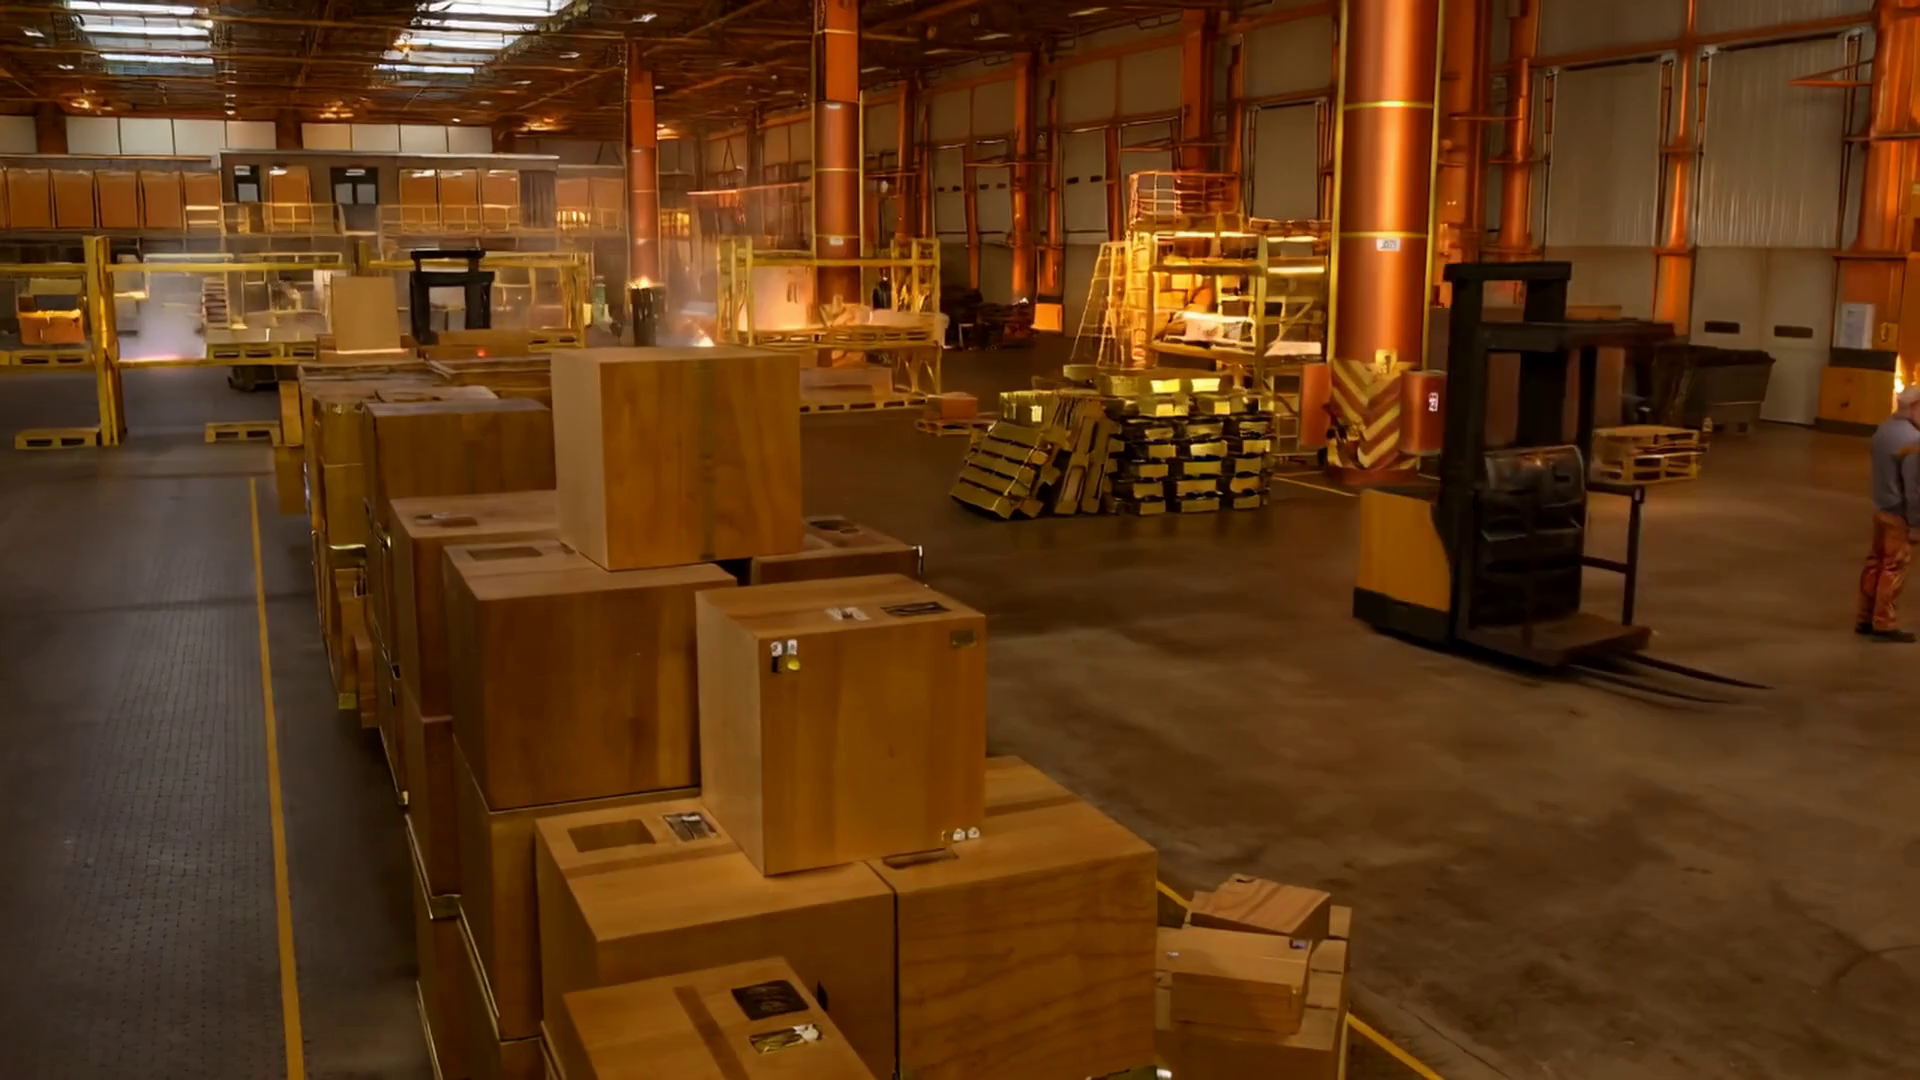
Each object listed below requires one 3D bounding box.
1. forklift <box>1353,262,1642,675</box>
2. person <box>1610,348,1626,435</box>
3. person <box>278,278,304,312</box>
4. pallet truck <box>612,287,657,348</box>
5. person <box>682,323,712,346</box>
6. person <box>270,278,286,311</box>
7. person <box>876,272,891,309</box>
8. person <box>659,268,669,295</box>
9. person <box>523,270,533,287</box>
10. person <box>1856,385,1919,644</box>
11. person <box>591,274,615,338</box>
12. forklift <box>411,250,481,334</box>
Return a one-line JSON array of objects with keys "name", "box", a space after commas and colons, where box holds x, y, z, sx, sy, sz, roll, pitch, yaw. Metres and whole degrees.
[{"name": "forklift", "box": [3.919, -0.627, 12.142, 1.129, 2.768, 1.873, -5, 12, -27]}, {"name": "person", "box": [9.014, -2.157, 23.311, 0.594, 1.894, 0.756, -5, 11, -26]}, {"name": "person", "box": [-16.197, -5.293, 40.173, 0.536, 2.000, 0.676, 3, 11, 14]}, {"name": "pallet truck", "box": [-6.464, -4.406, 35.401, 0.823, 1.965, 1.885, 6, 12, 32]}, {"name": "person", "box": [-3.488, -1.935, 22.123, 0.700, 1.874, 0.961, 2, 10, 10]}, {"name": "person", "box": [-19.405, -6.529, 47.466, 0.561, 1.865, 0.582, 6, 12, 29]}, {"name": "person", "box": [-2.670, -8.431, 58.035, 0.524, 1.845, 0.875, 0, 10, 2]}, {"name": "person", "box": [-11.805, -9.901, 66.157, 0.502, 1.826, 0.568, 1, 10, 8]}, {"name": "person", "box": [-15.011, -8.503, 58.077, 0.768, 1.968, 0.632, -6, 12, -29]}, {"name": "person", "box": [6.966, -0.189, 12.368, 0.380, 1.929, 0.634, 0, 10, 2]}, {"name": "person", "box": [-10.901, -7.120, 50.539, 0.616, 1.930, 0.741, 7, 12, 32]}, {"name": "forklift", "box": [-7.430, -2.821, 24.234, 1.129, 2.768, 1.873, -4, 11, -23]}]
